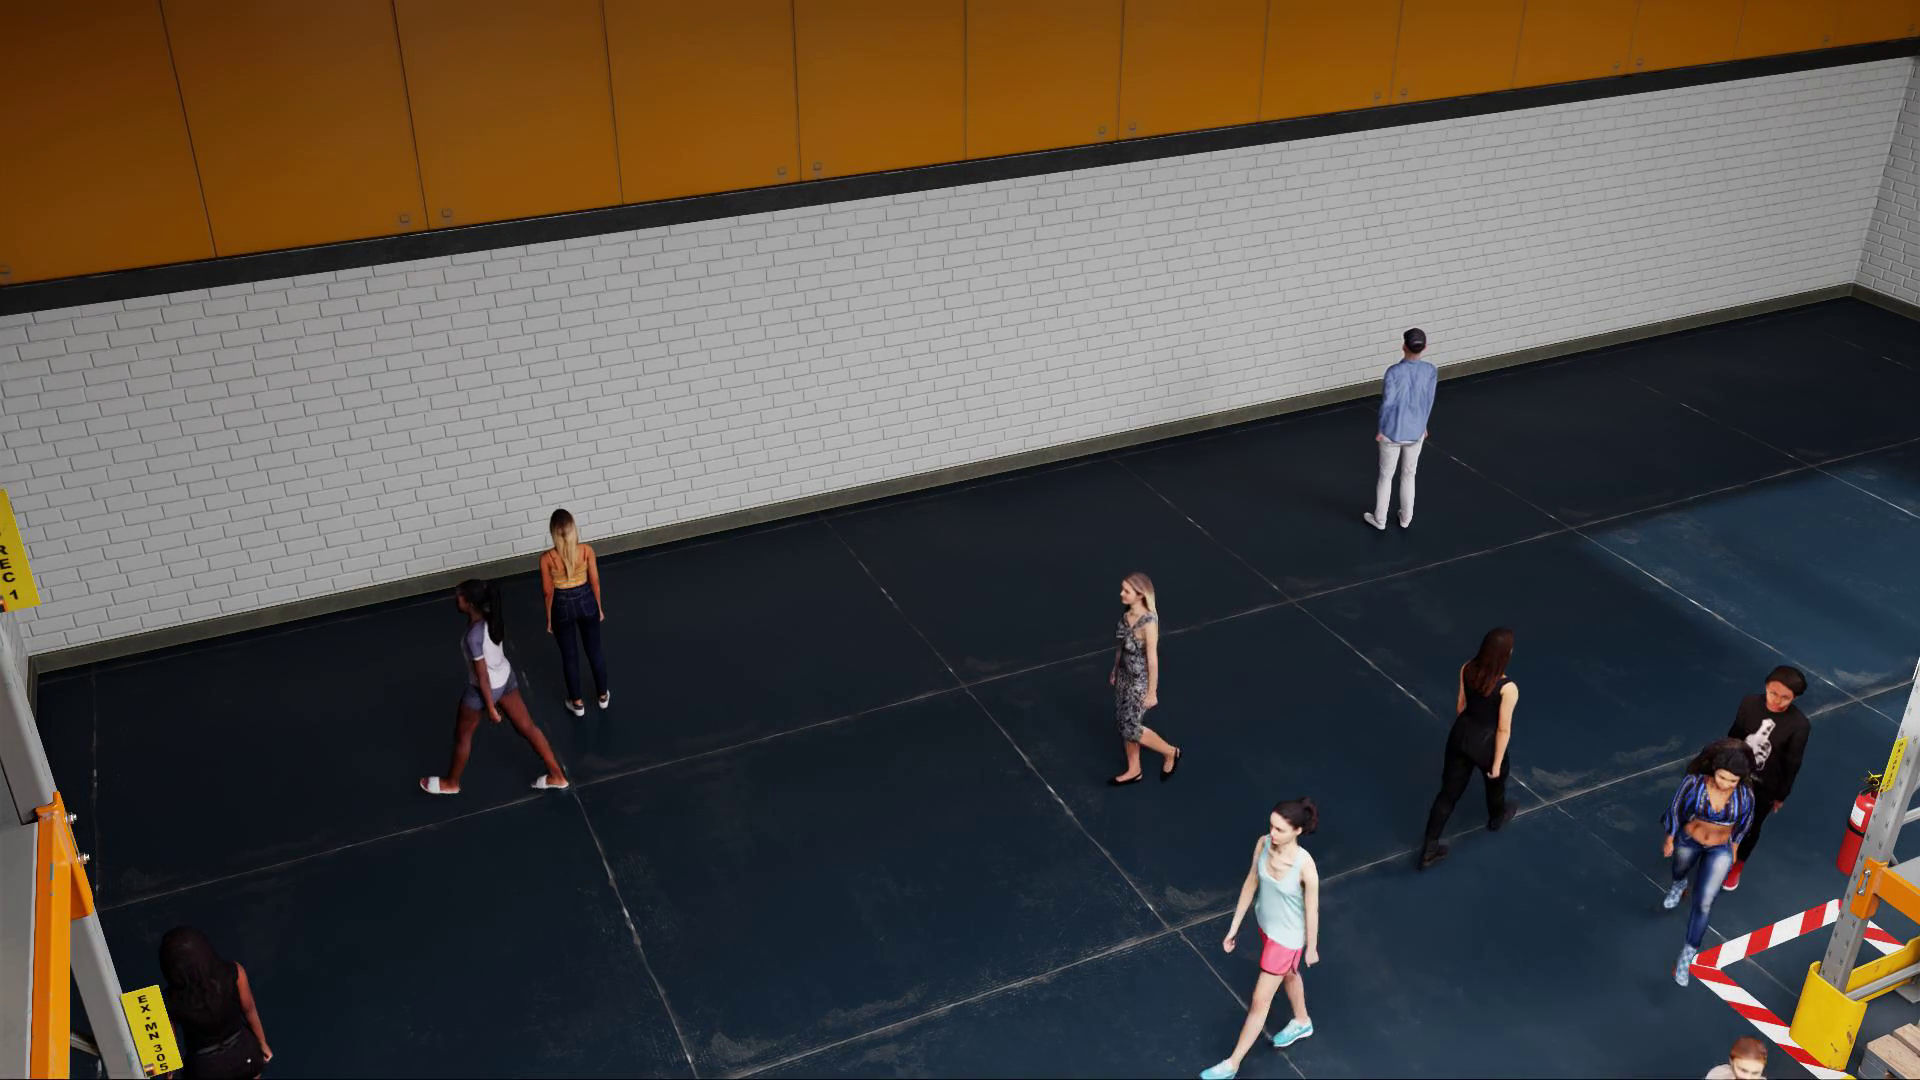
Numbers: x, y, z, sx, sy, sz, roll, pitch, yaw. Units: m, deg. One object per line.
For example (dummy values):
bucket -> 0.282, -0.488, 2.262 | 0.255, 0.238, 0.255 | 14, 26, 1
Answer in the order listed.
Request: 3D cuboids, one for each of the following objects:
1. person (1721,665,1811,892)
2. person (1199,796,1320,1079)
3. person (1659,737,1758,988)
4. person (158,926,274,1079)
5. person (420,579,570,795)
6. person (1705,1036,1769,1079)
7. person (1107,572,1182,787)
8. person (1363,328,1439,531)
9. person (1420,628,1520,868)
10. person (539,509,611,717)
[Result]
person -> 4.959, 1.435, 10.308 | 0.633, 1.659, 0.756 | 25, 37, 38
person -> 1.797, 2.102, 9.016 | 0.685, 1.726, 1.035 | -15, 32, -26
person -> 4.386, 1.772, 9.803 | 1.174, 1.550, 1.162 | 15, 32, 25
person -> -3.552, 2.614, 8.087 | 0.825, 1.717, 1.045 | -25, 37, -38
person -> -3.023, 1.022, 11.060 | 1.077, 1.665, 1.229 | 2, 29, 3
person -> 3.754, 2.862, 8.183 | 0.610, 1.189, 0.667 | 9, 30, 15
person -> 1.280, 0.945, 11.181 | 0.712, 1.685, 0.714 | -8, 30, -14
person -> 3.850, -0.964, 14.468 | 0.709, 1.888, 0.666 | -5, 29, -8
person -> 3.203, 1.346, 10.495 | 0.861, 1.637, 1.139 | -22, 35, -34
person -> -2.787, 0.520, 12.020 | 0.574, 1.627, 0.495 | -14, 31, -23
